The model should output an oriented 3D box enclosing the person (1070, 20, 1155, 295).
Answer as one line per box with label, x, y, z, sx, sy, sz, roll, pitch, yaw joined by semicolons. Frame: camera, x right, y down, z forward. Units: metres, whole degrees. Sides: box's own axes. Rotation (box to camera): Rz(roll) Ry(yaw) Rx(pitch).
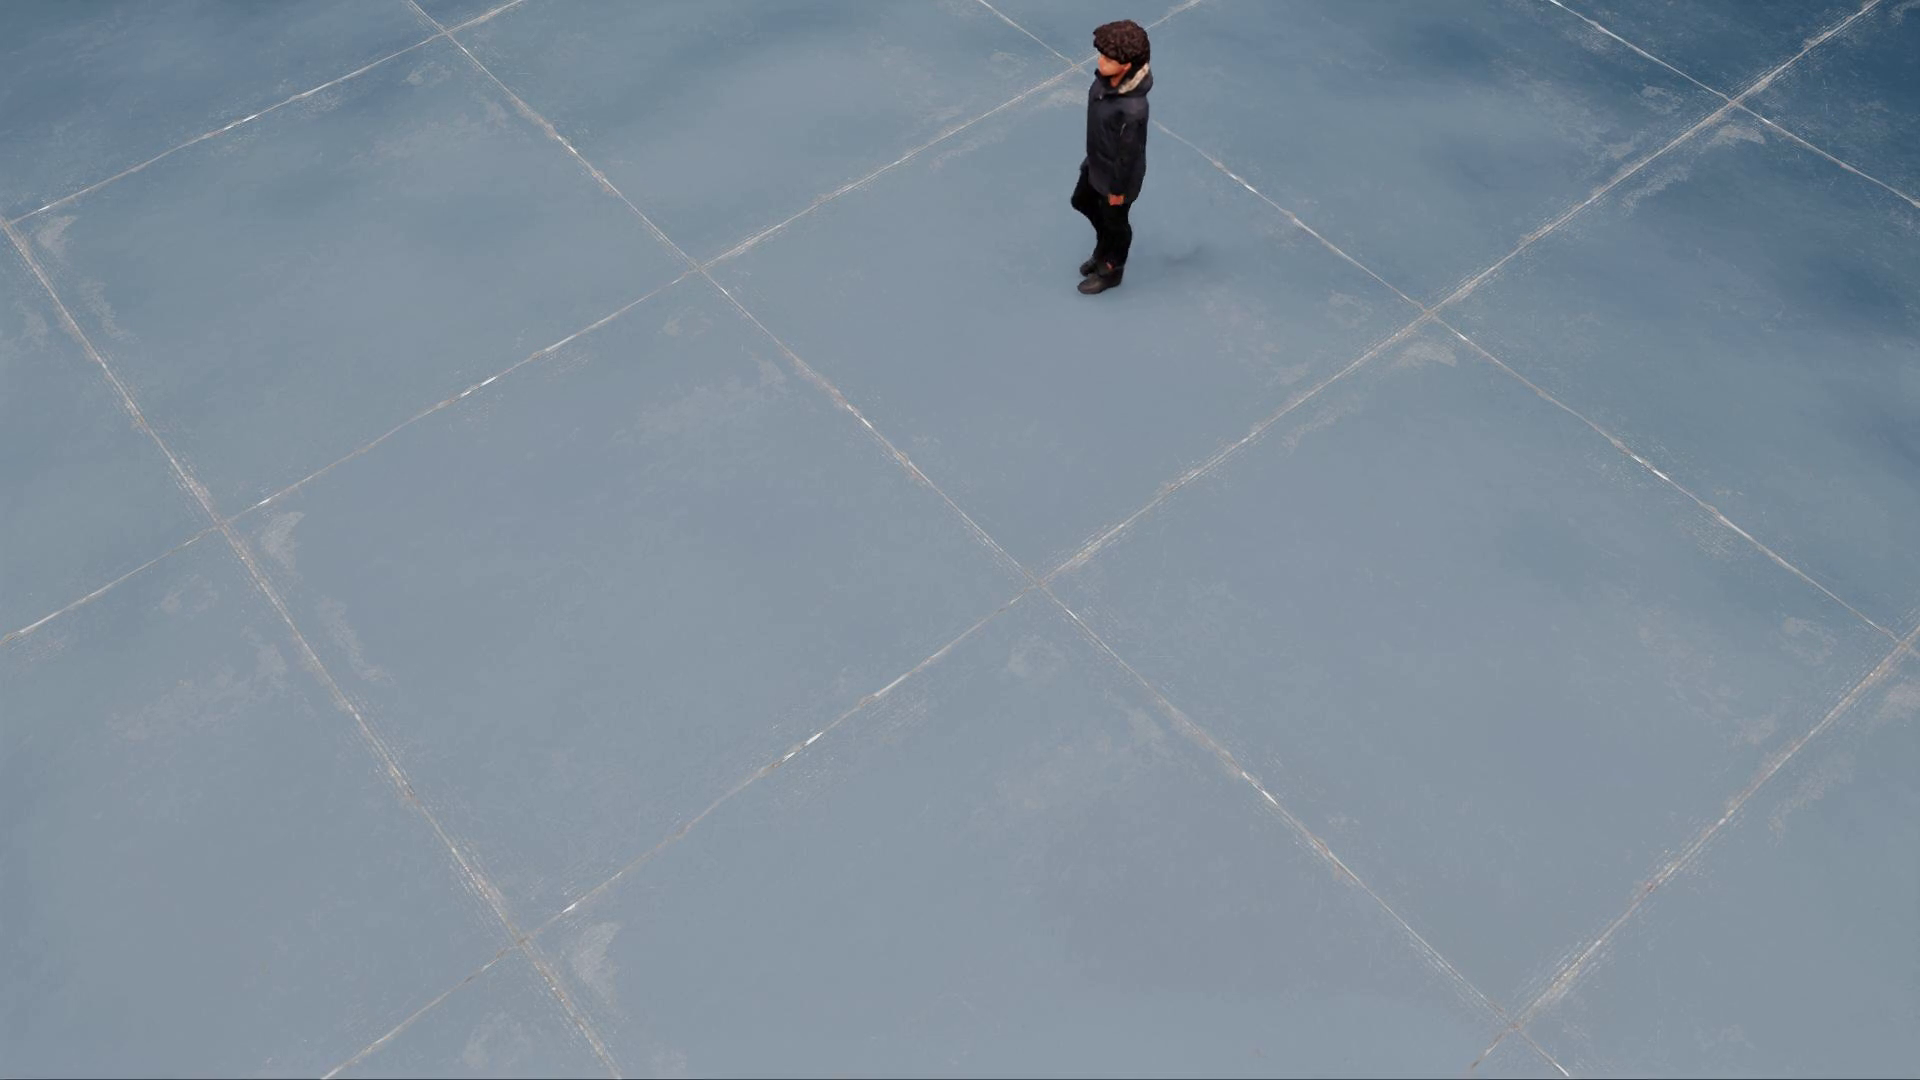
person;0.909;-2.069;9.028;0.681;1.766;0.710;-17;54;-13
